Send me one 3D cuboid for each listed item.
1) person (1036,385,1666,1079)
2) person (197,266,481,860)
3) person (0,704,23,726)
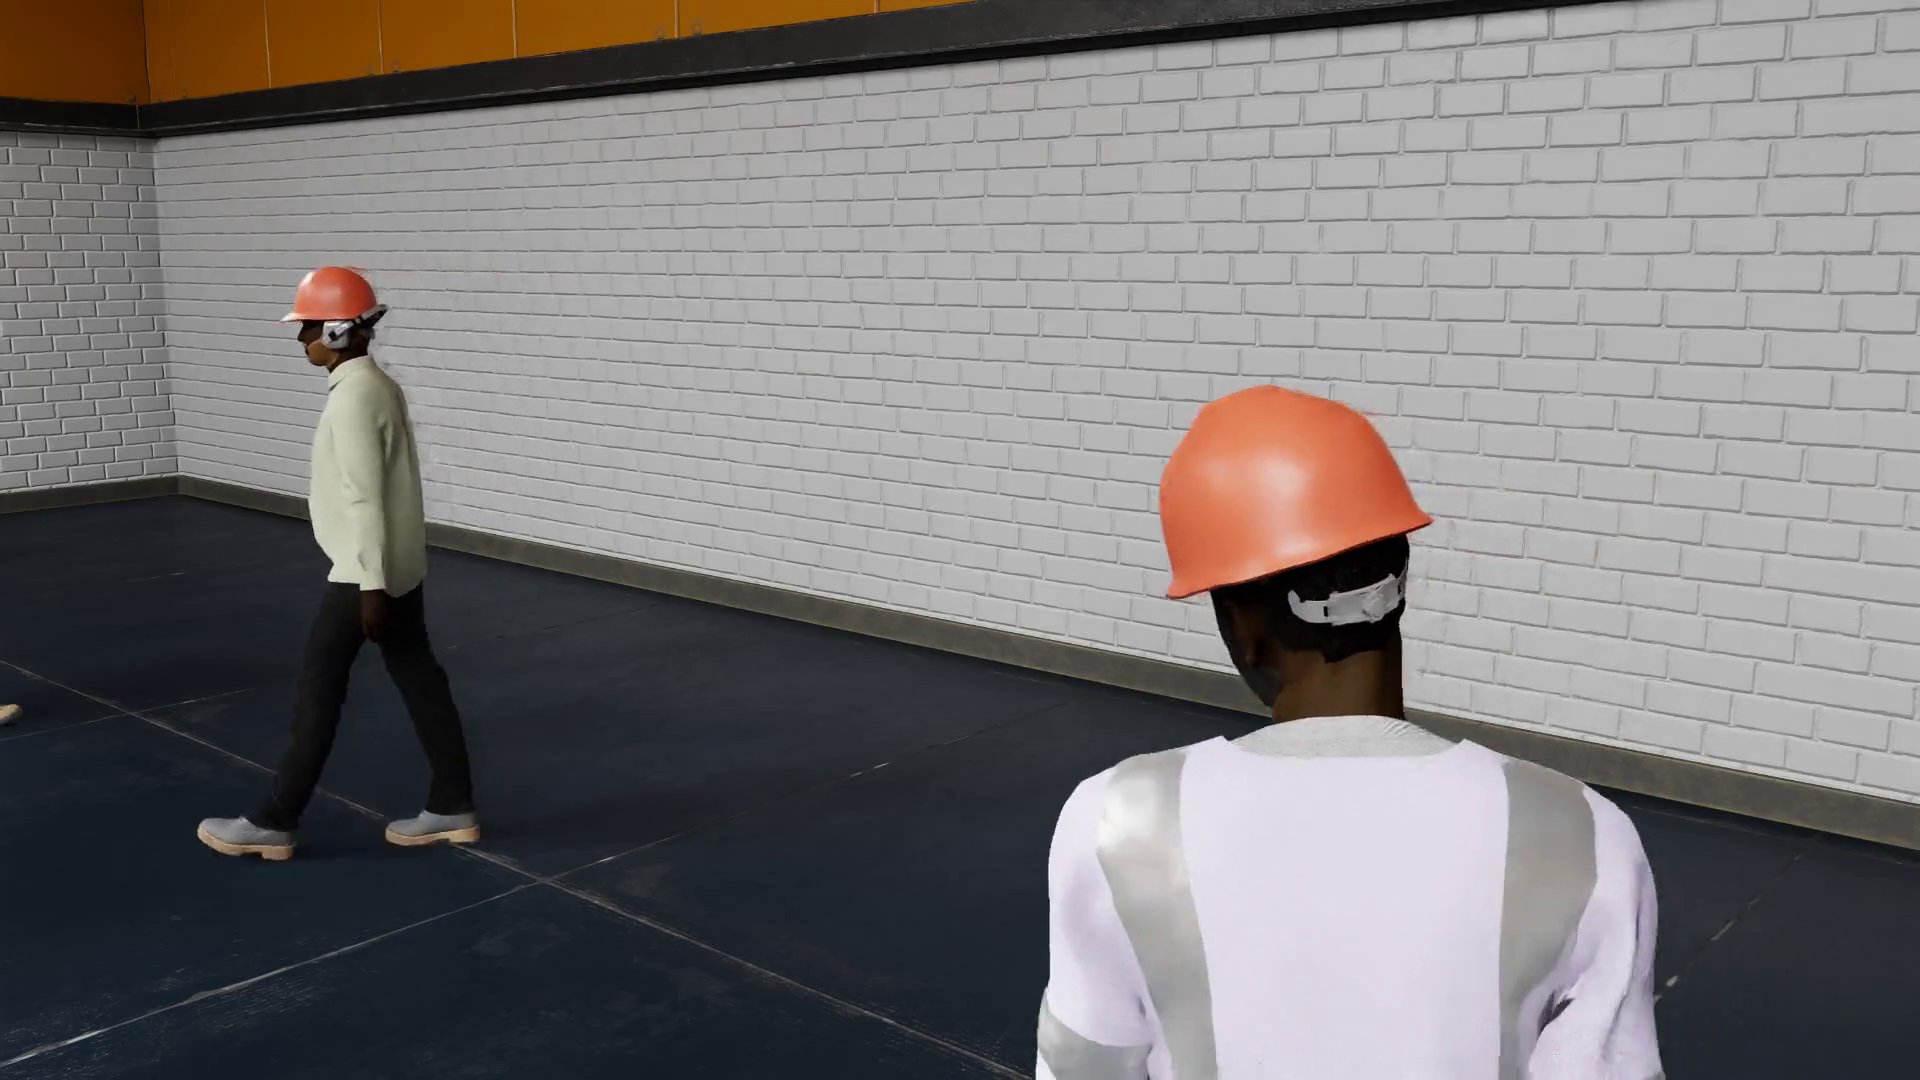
[{"bbox_3d":[0.340,0.815,1.554,0.559,1.888,0.650,1,10,8],"label":"person"},{"bbox_3d":[-2.095,0.090,5.504,0.984,1.949,0.639,-1,10,-8],"label":"person"},{"bbox_3d":[-4.316,-0.011,6.875,0.766,1.669,0.547,-7,12,-33],"label":"person"}]
